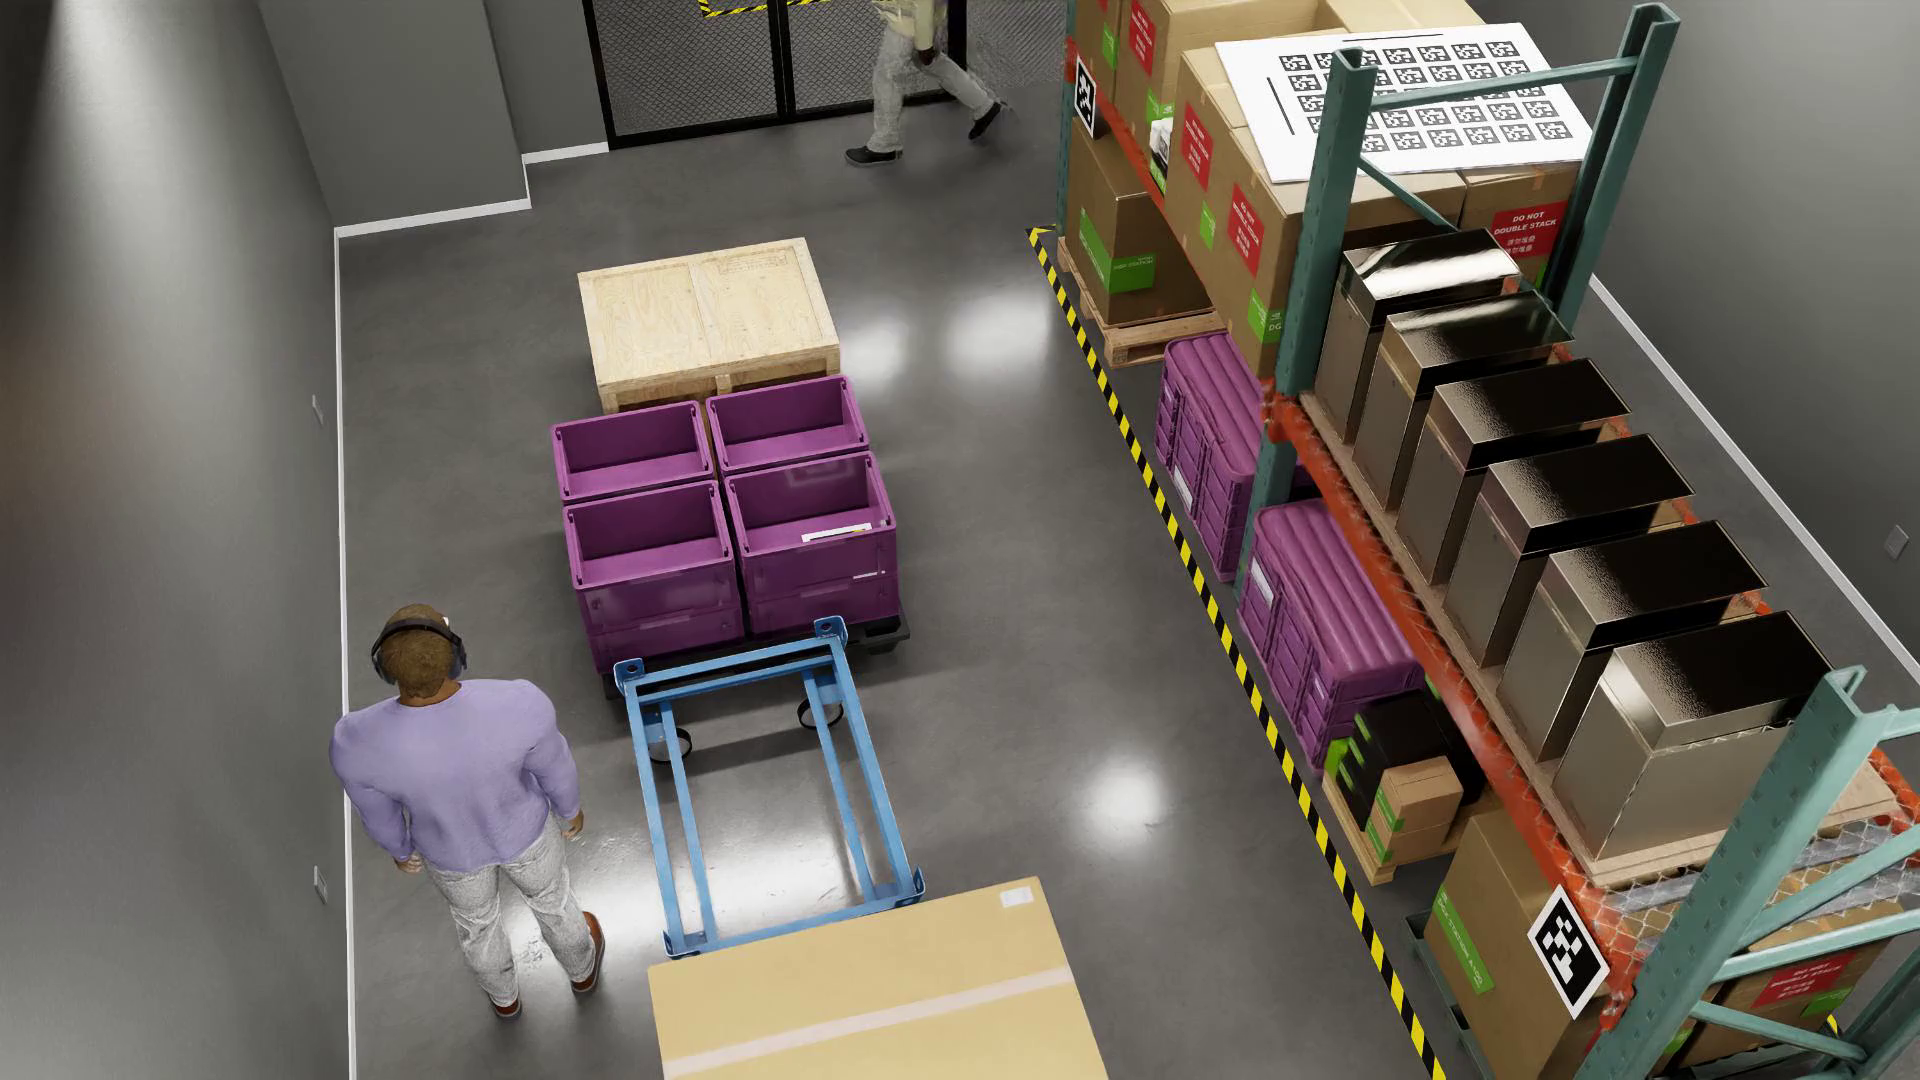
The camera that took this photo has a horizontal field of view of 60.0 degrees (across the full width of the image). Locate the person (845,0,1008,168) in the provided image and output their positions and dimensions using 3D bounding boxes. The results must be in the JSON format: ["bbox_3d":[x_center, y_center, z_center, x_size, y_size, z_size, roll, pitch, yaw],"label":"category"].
[{"bbox_3d":[-0.177,-2.733,8.491,0.834,1.803,0.595,0,47,0],"label":"person"}]

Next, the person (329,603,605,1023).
[{"bbox_3d":[-1.458,0.874,5.084,0.630,1.940,0.372,-13,49,-12],"label":"person"}]
